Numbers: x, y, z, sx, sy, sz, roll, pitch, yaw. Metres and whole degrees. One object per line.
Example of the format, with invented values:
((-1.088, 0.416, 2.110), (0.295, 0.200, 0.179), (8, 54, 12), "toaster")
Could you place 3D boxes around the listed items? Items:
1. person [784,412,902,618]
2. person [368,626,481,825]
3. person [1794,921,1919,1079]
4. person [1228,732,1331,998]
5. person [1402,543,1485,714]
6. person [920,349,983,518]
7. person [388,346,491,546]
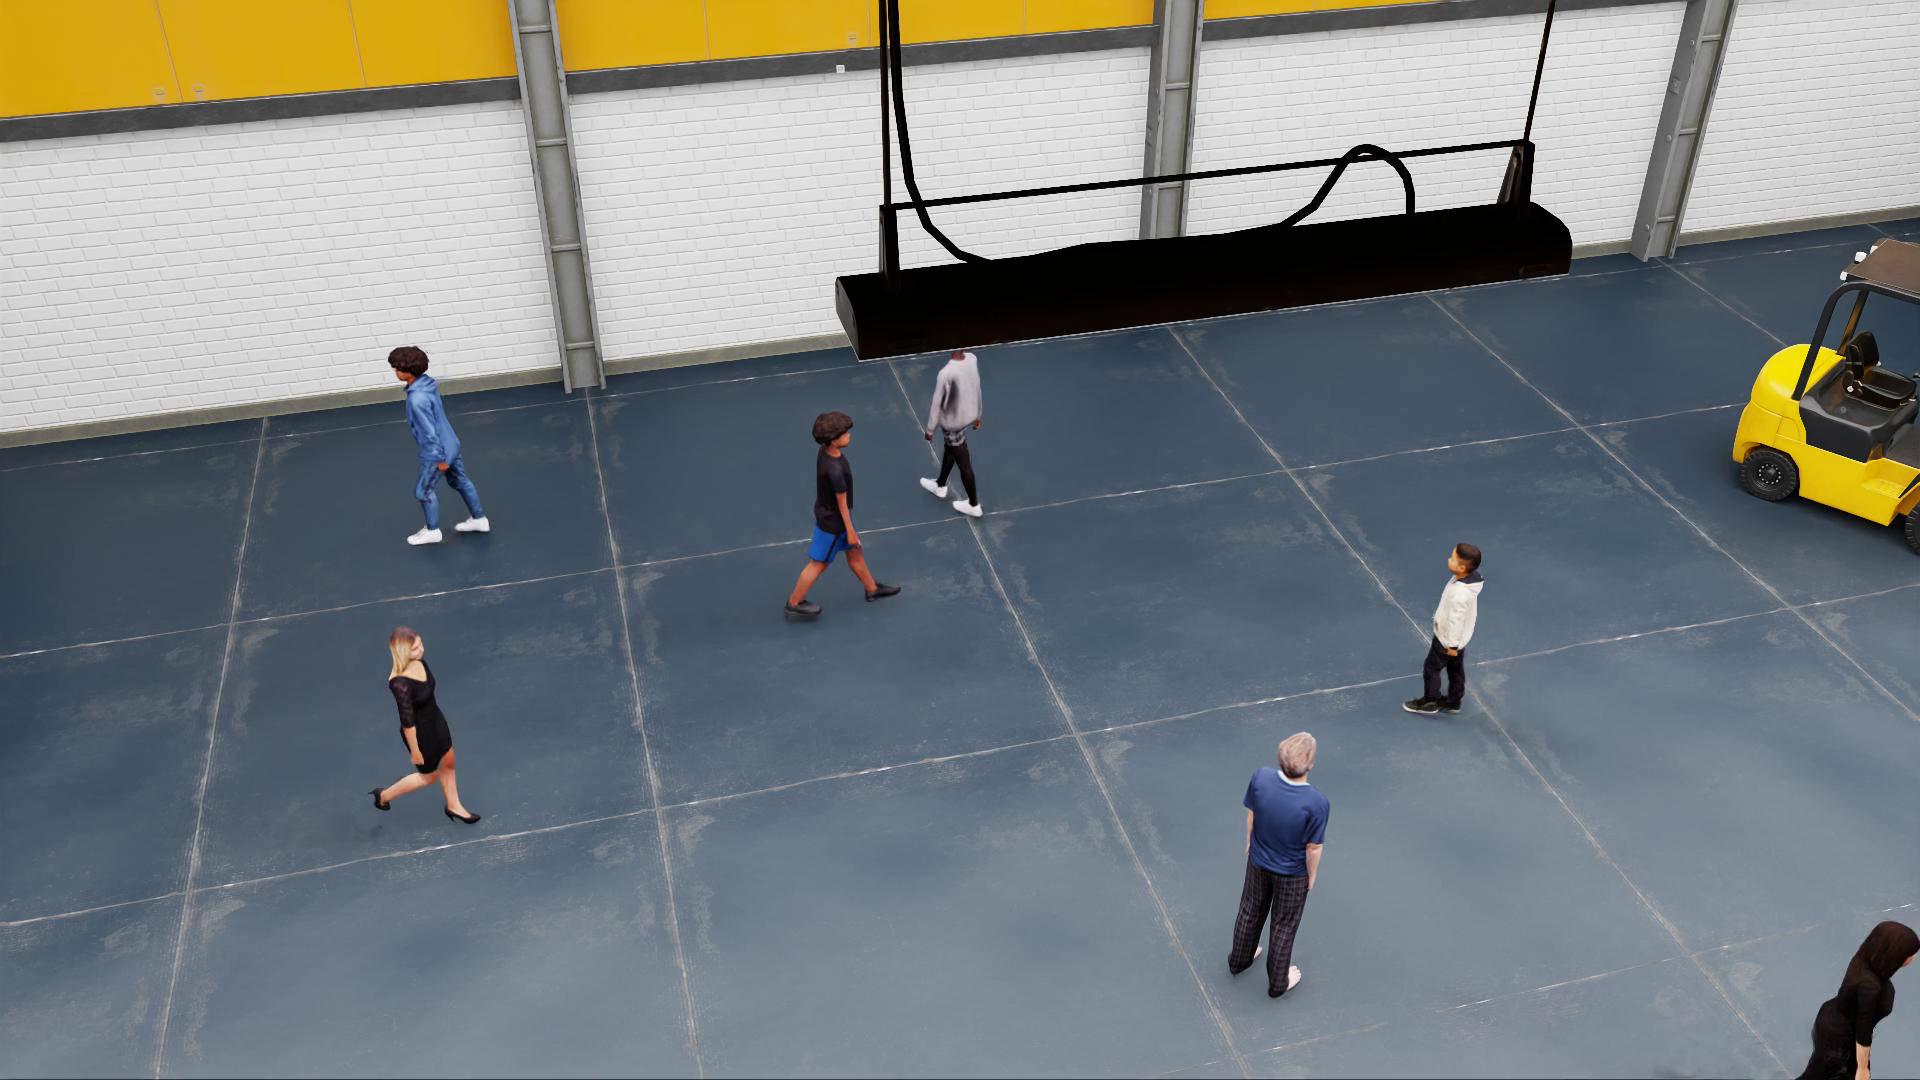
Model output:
((-1.052, -0.145, 12.719), (1.171, 1.751, 0.663), (-7, 34, -10), "person")
((-3.538, 1.243, 10.713), (0.967, 1.659, 0.717), (-1, 34, -1), "person")
((4.538, 2.573, 8.742), (0.753, 1.626, 0.691), (18, 38, 25), "person")
((1.836, 1.863, 9.592), (0.729, 1.868, 0.757), (22, 40, 30), "person")
((3.564, 0.658, 11.790), (0.781, 1.441, 0.724), (15, 37, 22), "person")
((0.062, -0.959, 13.943), (1.022, 1.752, 0.986), (21, 39, 28), "person")
((-4.221, -0.764, 13.628), (0.906, 1.775, 0.728), (-5, 34, -7), "person")
